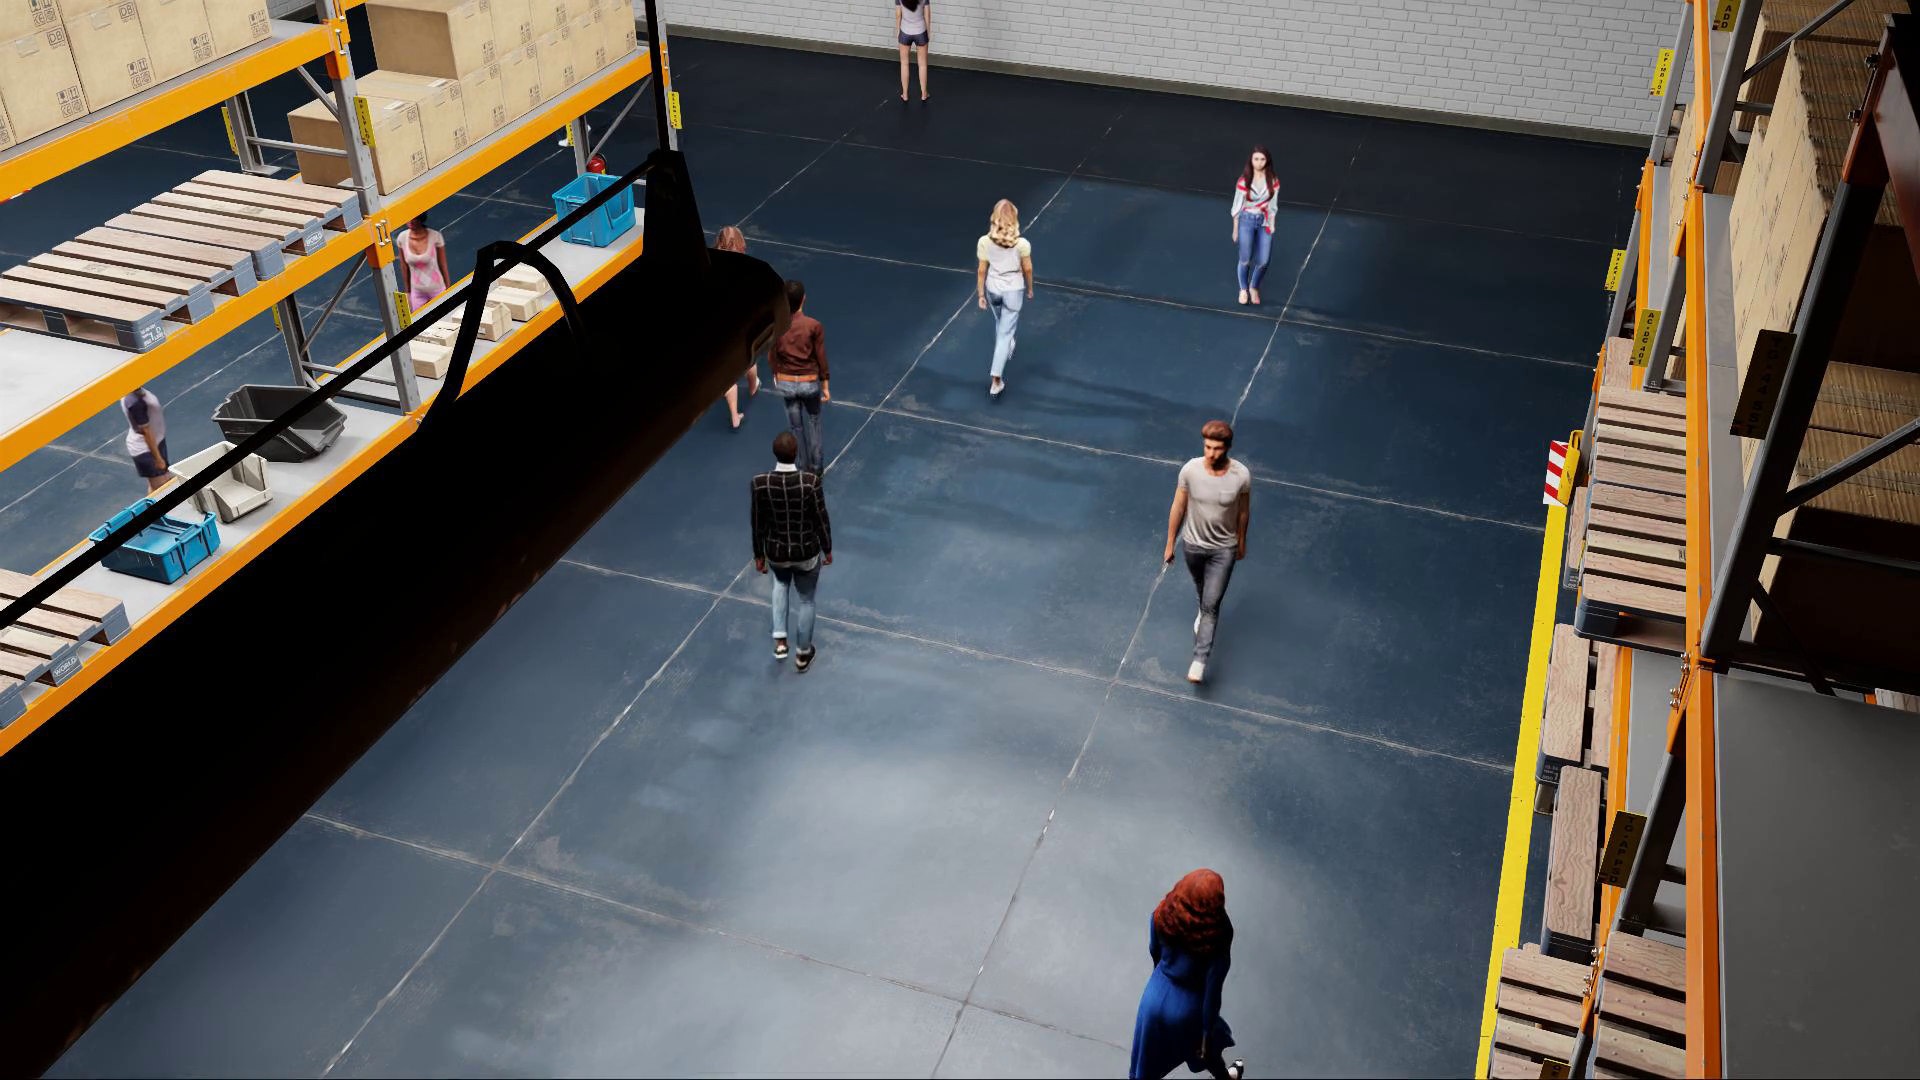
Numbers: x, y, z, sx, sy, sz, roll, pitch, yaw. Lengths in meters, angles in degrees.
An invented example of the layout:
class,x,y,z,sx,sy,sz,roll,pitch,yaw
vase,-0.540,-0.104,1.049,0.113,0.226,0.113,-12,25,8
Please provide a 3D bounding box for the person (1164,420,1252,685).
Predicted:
class,x,y,z,sx,sy,sz,roll,pitch,yaw
person,1.707,-0.022,11.302,0.717,1.844,1.233,10,35,15

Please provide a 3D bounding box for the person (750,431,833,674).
class,x,y,z,sx,sy,sz,roll,pitch,yaw
person,-1.135,0.138,11.096,0.738,1.806,0.752,4,34,6

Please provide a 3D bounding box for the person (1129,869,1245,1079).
class,x,y,z,sx,sy,sz,roll,pitch,yaw
person,0.959,2.314,7.839,0.884,1.788,1.182,24,41,32

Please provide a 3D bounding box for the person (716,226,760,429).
class,x,y,z,sx,sy,sz,roll,pitch,yaw
person,-1.902,-1.756,14.056,0.847,1.684,1.123,1,34,2

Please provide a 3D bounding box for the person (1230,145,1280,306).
class,x,y,z,sx,sy,sz,roll,pitch,yaw
person,2.840,-3.068,16.104,0.681,1.602,0.678,1,34,1

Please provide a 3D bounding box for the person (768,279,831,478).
class,x,y,z,sx,sy,sz,roll,pitch,yaw
person,-1.270,-1.157,13.085,0.745,1.760,0.763,-3,34,-4

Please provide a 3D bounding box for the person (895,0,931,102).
class,x,y,z,sx,sy,sz,roll,pitch,yaw
person,-0.598,-6.434,21.074,0.663,1.707,0.646,0,34,0

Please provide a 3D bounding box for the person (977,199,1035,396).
class,x,y,z,sx,sy,sz,roll,pitch,yaw
person,0.384,-2.081,14.561,0.706,1.665,1.209,8,35,12

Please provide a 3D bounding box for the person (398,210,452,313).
class,x,y,z,sx,sy,sz,roll,pitch,yaw
person,-4.644,-2.165,14.620,0.627,1.740,0.626,-1,34,-1
